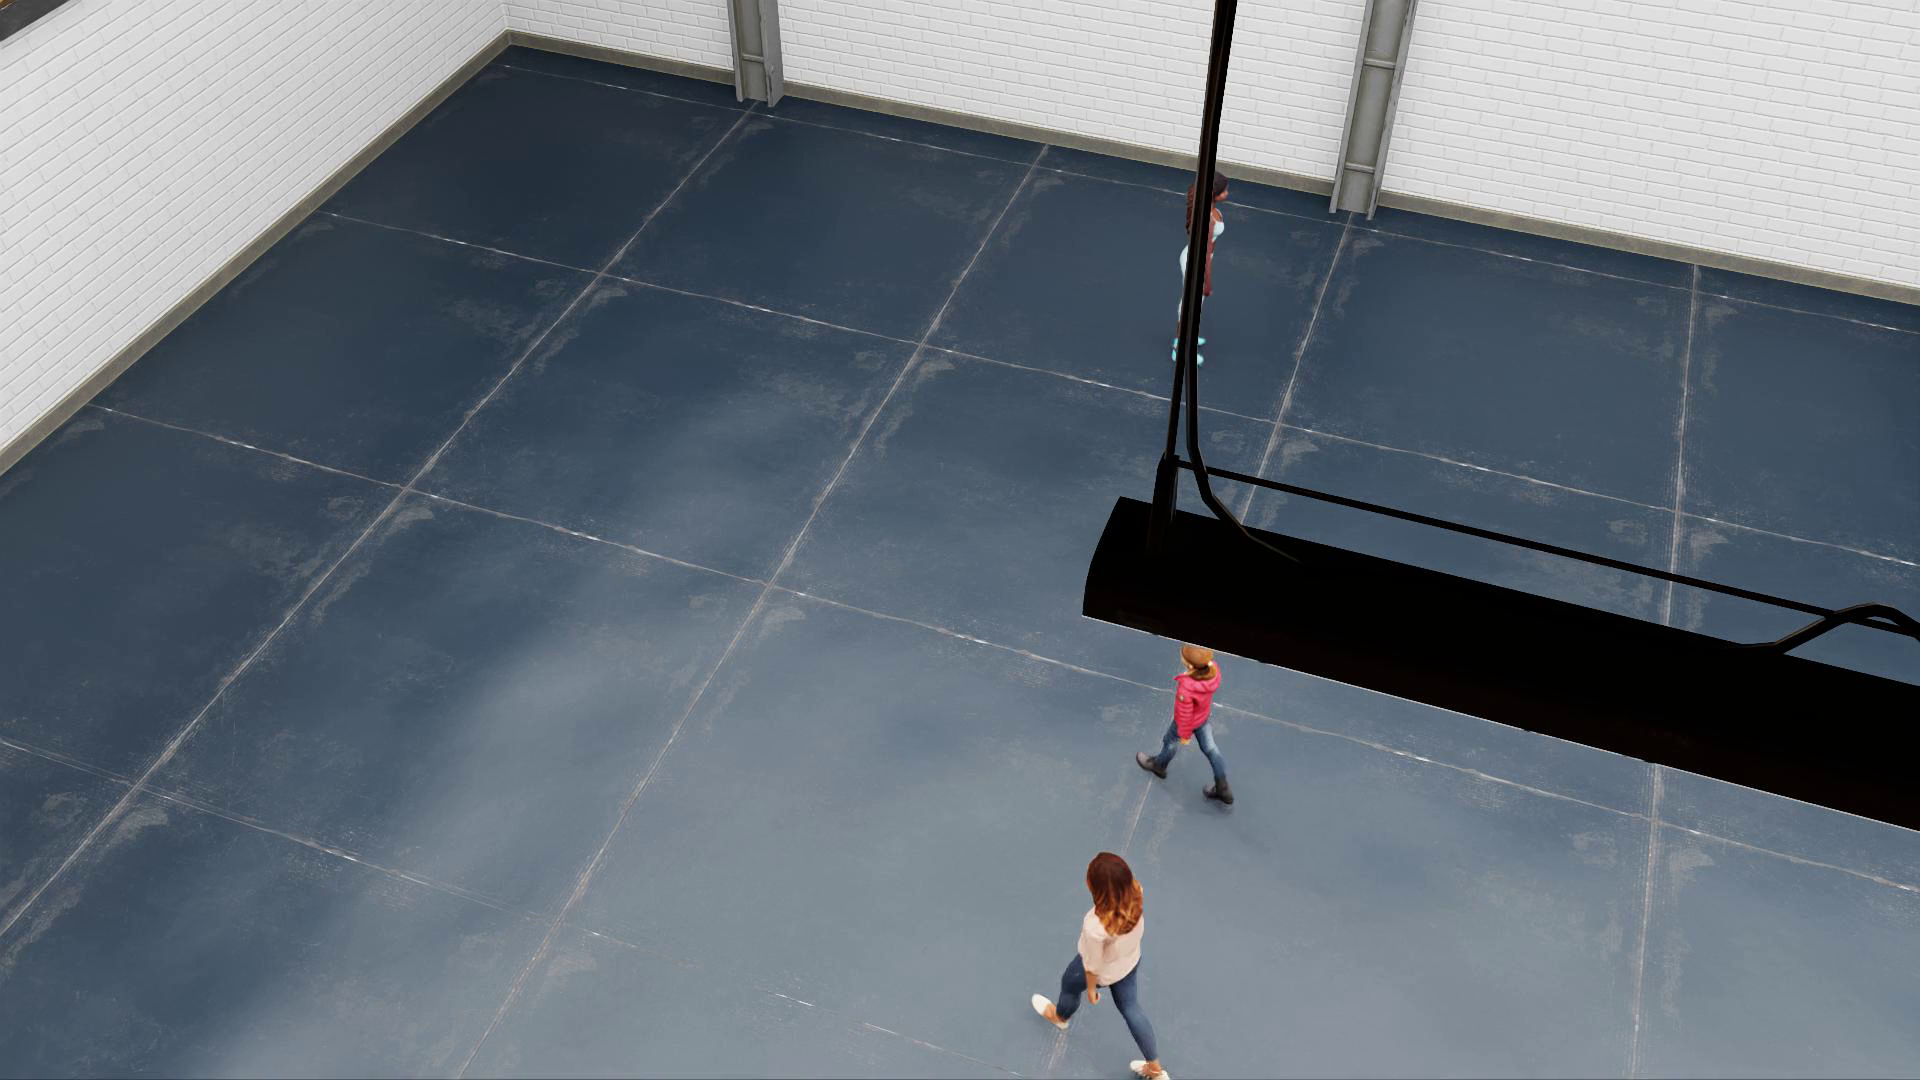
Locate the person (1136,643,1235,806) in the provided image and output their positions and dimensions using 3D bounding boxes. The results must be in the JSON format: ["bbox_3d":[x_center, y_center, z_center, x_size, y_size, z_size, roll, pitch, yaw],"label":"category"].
[{"bbox_3d":[1.463,1.103,10.010,0.973,1.289,0.740,33,53,30],"label":"person"}]

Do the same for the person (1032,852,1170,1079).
[{"bbox_3d":[0.827,2.196,8.525,0.945,1.755,1.184,-32,52,-29],"label":"person"}]

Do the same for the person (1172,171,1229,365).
[{"bbox_3d":[1.865,-2.156,13.116,0.655,1.723,0.644,-3,44,-3],"label":"person"}]
